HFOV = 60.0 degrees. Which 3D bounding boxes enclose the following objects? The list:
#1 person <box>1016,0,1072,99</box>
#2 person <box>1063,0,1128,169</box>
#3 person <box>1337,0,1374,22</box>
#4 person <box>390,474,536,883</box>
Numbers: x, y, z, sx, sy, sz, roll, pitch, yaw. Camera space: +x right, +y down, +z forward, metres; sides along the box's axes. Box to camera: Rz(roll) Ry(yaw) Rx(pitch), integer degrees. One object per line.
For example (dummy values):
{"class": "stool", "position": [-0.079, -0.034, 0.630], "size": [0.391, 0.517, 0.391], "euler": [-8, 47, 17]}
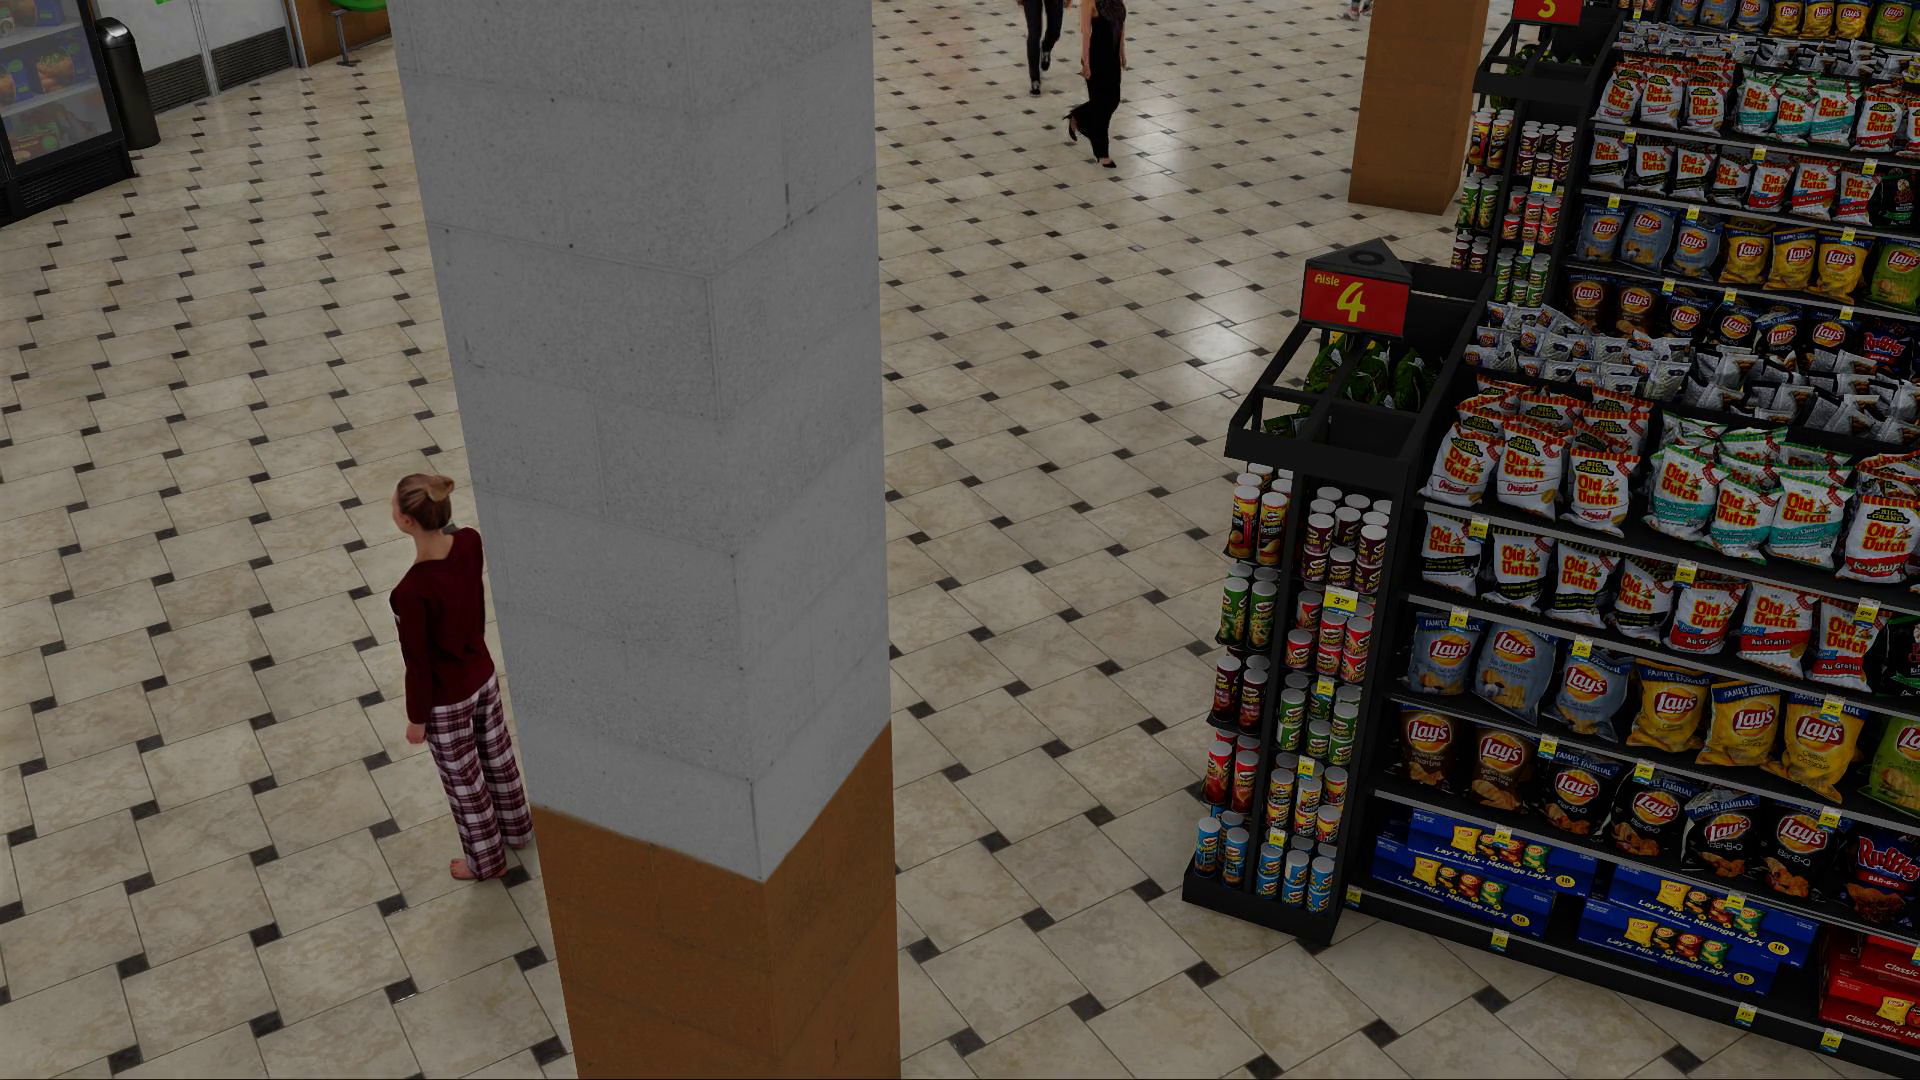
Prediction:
{"class": "person", "position": [0.722, -4.789, 14.273], "size": [1.006, 1.816, 0.946], "euler": [0, 32, 1]}
{"class": "person", "position": [1.033, -3.668, 12.687], "size": [0.902, 1.587, 0.735], "euler": [26, 40, 35]}
{"class": "person", "position": [3.997, -5.821, 16.256], "size": [0.621, 1.473, 0.588], "euler": [18, 36, 26]}
{"class": "person", "position": [-1.789, 0.495, 5.895], "size": [0.533, 1.696, 0.639], "euler": [10, 33, 15]}
